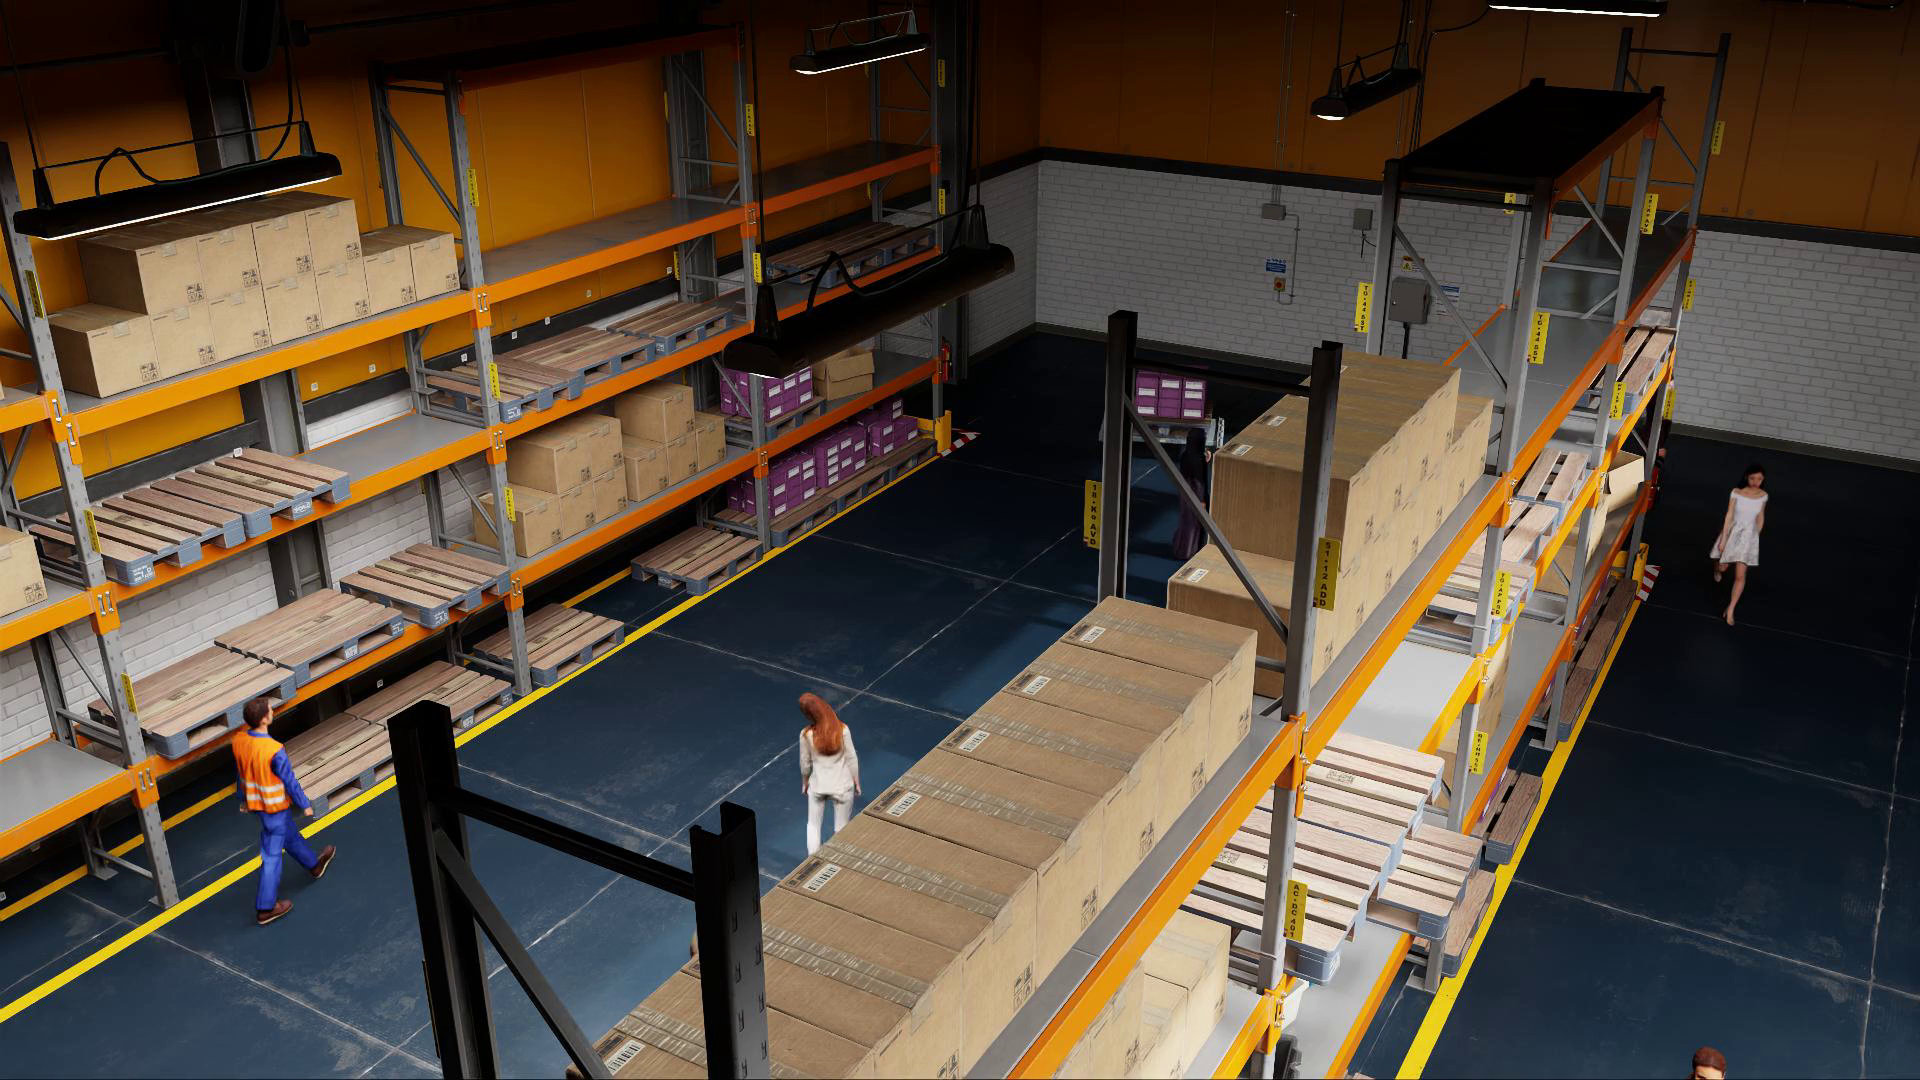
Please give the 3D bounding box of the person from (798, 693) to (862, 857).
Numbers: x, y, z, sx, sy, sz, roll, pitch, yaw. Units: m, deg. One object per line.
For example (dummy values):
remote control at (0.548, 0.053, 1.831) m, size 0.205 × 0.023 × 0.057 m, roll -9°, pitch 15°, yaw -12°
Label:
person at (-1.003, 1.981, 13.272) m, size 0.793 × 1.677 × 0.757 m, roll 9°, pitch 25°, yaw 19°

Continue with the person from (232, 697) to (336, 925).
person at (-5.372, 2.108, 12.795) m, size 0.696 × 1.827 × 1.091 m, roll 13°, pitch 27°, yaw 27°

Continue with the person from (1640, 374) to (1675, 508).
person at (8.523, -1.245, 20.477) m, size 0.879 × 1.818 × 0.632 m, roll 2°, pitch 24°, yaw 4°

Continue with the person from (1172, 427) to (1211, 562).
person at (2.603, -0.524, 19.088) m, size 0.858 × 1.609 × 0.809 m, roll -3°, pitch 24°, yaw -7°

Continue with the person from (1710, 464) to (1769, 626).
person at (8.260, 0.001, 17.719) m, size 0.799 × 1.745 × 1.100 m, roll 5°, pitch 24°, yaw 12°
